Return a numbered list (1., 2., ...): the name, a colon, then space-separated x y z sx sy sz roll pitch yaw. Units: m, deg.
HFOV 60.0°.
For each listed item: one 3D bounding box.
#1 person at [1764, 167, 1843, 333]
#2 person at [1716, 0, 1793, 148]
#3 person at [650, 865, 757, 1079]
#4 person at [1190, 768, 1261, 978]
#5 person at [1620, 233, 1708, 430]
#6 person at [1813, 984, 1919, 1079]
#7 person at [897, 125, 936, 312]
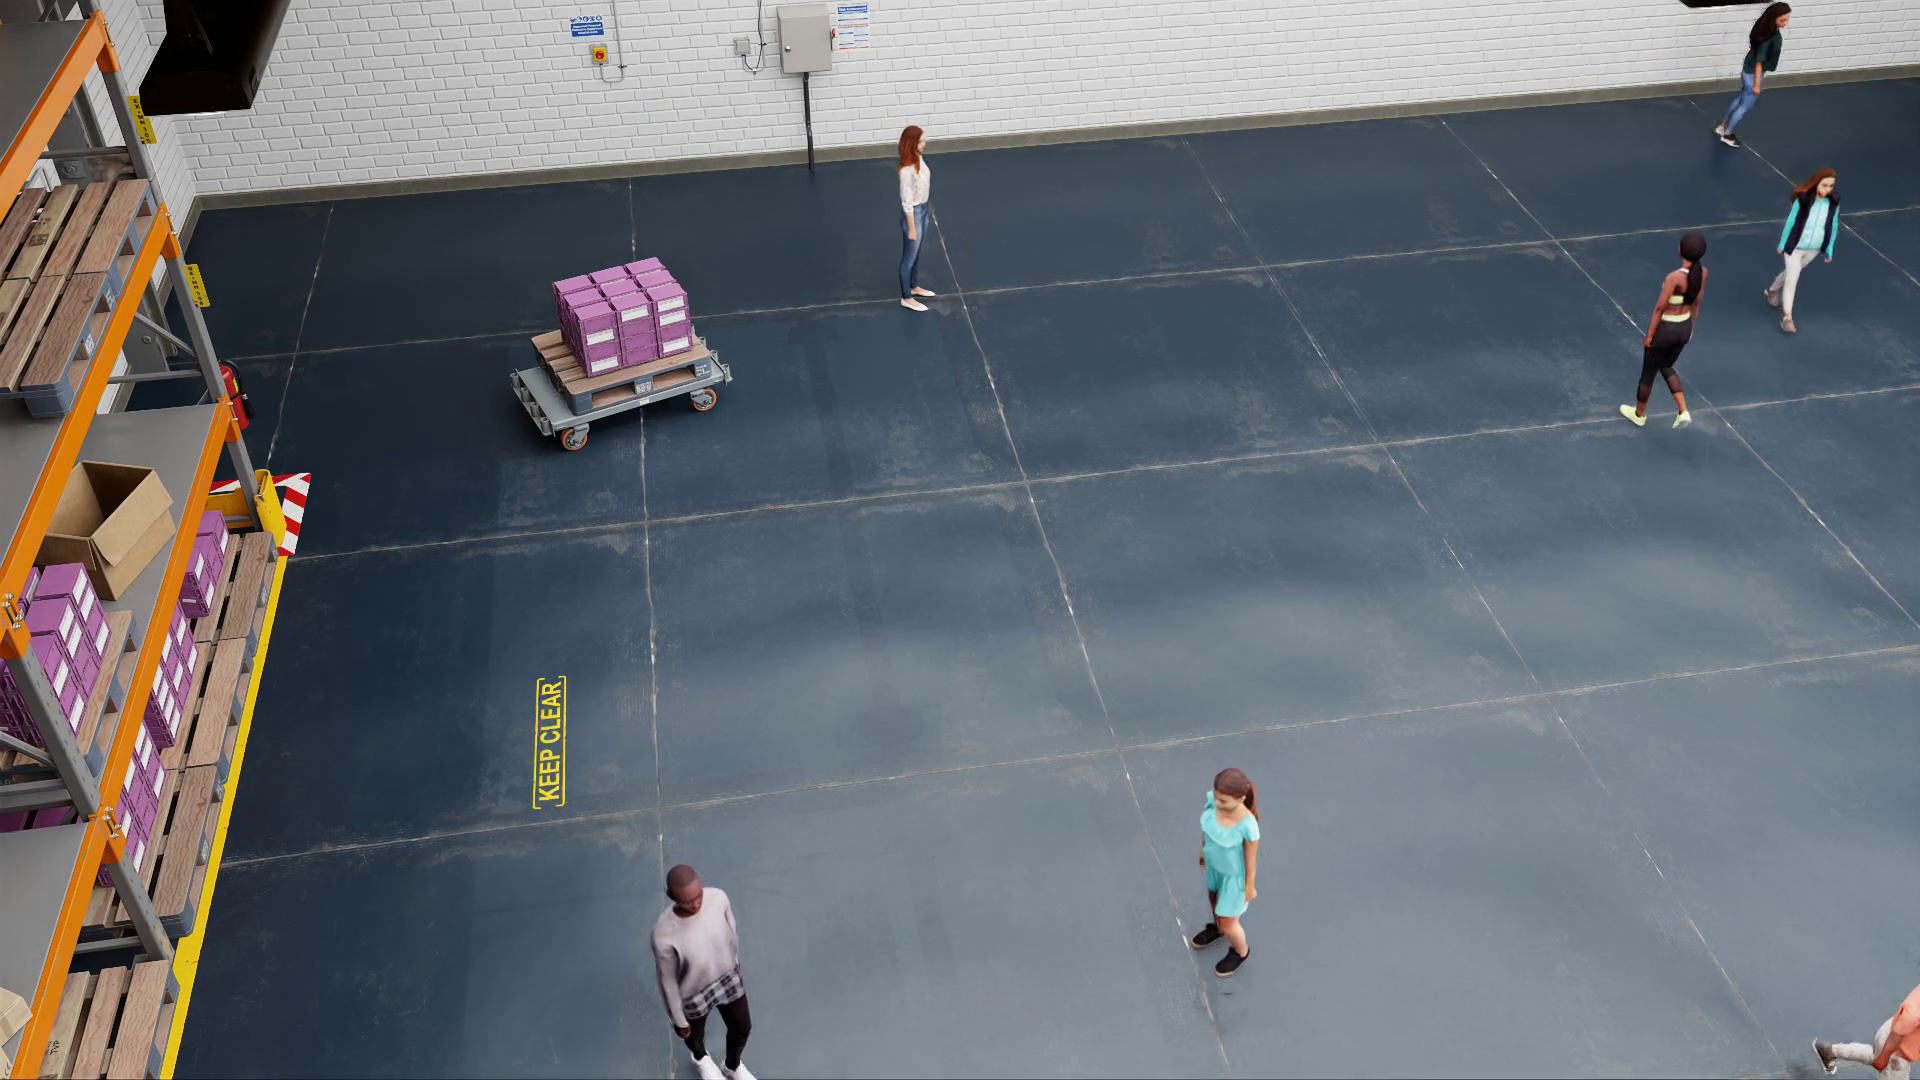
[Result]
1. person: 7.506 -2.658 14.846 0.683 1.462 1.013 0 39 0
2. person: 8.379 -4.950 17.621 0.906 1.582 0.785 7 39 8
3. person: -1.376 2.201 8.524 0.805 1.759 0.854 -28 46 -31
4. person: 1.493 1.811 9.183 0.686 1.546 0.580 -19 42 -22
5. person: 5.729 -1.594 13.291 0.669 1.739 0.910 -14 41 -16
6. person: 4.767 2.520 8.493 0.743 1.298 0.916 -31 48 -33
7. person: -0.423 -2.912 14.951 0.707 1.727 0.586 10 40 12
